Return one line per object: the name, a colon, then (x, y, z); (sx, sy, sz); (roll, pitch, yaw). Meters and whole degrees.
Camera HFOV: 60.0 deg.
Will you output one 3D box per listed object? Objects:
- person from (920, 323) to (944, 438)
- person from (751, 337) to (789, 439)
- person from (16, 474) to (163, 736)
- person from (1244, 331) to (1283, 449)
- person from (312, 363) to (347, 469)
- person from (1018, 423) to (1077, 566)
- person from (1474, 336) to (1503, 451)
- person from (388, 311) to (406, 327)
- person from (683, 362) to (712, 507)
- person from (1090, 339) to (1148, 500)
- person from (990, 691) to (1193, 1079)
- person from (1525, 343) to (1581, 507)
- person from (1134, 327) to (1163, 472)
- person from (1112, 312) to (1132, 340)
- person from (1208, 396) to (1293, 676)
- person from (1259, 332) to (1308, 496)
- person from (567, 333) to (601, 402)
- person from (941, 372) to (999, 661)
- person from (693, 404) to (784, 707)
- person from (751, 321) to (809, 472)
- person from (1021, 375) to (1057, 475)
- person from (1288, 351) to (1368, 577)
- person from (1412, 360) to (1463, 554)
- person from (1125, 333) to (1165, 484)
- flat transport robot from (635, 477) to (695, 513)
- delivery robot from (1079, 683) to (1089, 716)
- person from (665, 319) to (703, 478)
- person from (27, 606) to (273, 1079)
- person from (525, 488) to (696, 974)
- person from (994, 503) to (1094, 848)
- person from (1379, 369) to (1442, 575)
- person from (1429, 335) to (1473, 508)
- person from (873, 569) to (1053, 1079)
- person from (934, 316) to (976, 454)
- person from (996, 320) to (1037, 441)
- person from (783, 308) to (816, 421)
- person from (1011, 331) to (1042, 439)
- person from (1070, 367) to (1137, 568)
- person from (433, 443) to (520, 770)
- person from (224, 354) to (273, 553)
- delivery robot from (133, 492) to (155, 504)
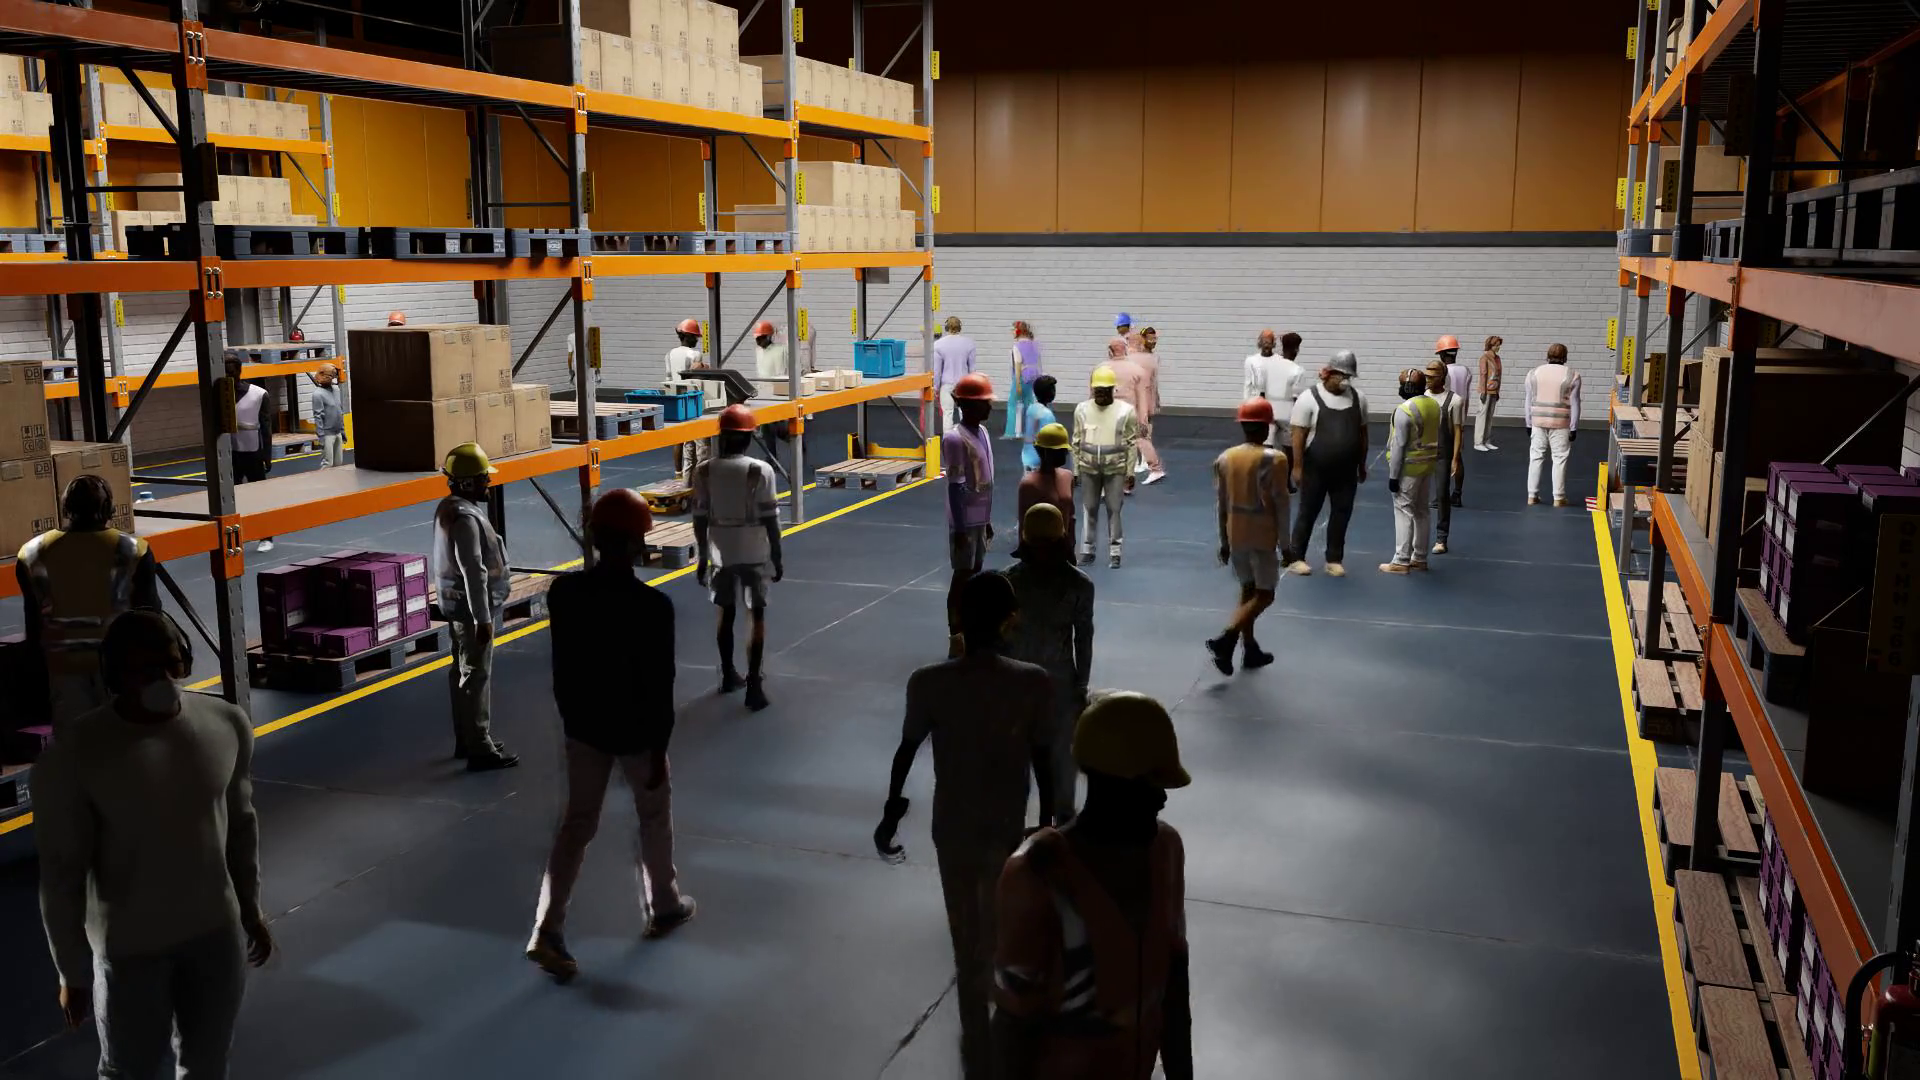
person: (-0.310, -2.426, 25.345); (0.753, 1.739, 0.532); (-8, 13, -37)
person: (-2.794, -2.408, 25.320); (0.890, 1.706, 0.528); (-8, 13, -37)
person: (-4.156, 0.597, 8.044); (0.620, 1.836, 0.429); (-2, 10, -12)
person: (3.897, -1.724, 21.112); (0.580, 1.828, 0.979); (1, 10, 5)
person: (-7.010, -1.155, 18.548); (0.299, 1.607, 0.504); (1, 10, 8)
person: (0.597, 0.090, 11.116); (0.356, 1.757, 0.520); (10, 14, 43)
person: (7.545, -2.089, 23.721); (0.311, 1.636, 0.523); (9, 13, 41)
person: (-7.907, -2.234, 23.532); (0.612, 1.995, 0.376); (-3, 11, -16)
person: (-2.901, -1.156, 18.482); (0.511, 1.633, 0.311); (8, 13, 38)
person: (1.831, -1.381, 19.162); (0.681, 1.853, 1.021); (1, 10, 8)
person: (0.345, 1.283, 3.953); (0.519, 1.907, 0.608); (10, 14, 44)
person: (6.650, -1.288, 18.670); (0.615, 1.835, 0.429); (8, 13, 37)
person: (2.413, -1.816, 21.522); (0.518, 1.874, 0.329); (-8, 13, -38)
person: (2.415, -2.420, 24.766); (0.555, 1.919, 0.631); (-6, 12, -29)
person: (1.941, -0.017, 11.281); (0.746, 1.915, 0.558); (-9, 14, -42)
person: (3.639, -1.422, 19.151); (0.655, 1.929, 0.869); (8, 13, 39)
person: (-5.847, -2.593, 25.924); (0.518, 1.865, 0.330); (1, 10, 5)
person: (0.090, -0.156, 11.684); (0.368, 2.047, 0.606); (3, 11, 19)
person: (-1.417, 0.096, 10.653); (0.582, 1.918, 0.718); (3, 10, 15)
person: (-2.354, -1.827, 21.323); (0.655, 1.966, 0.642); (-8, 13, -36)
person: (0.787, -0.754, 16.065); (0.351, 1.681, 0.539); (-4, 11, -20)
person: (3.282, -0.692, 14.715); (0.731, 2.000, 0.541); (-2, 10, -13)
person: (4.500, -0.788, 15.815); (0.516, 1.841, 0.325); (8, 13, 36)
person: (2.200, -1.629, 20.577); (0.975, 1.845, 0.635); (7, 12, 36)
flat transport robot: (-3.216, -0.513, 18.689); (0.652, 0.197, 1.431); (4, 11, 20)
delivery robot: (0.516, 0.856, 9.917); (0.477, 0.478, 0.707); (-2, 10, -13)
person: (-3.262, -1.636, 20.053); (0.605, 2.035, 0.392); (8, 13, 38)
person: (-2.263, 1.132, 4.731); (0.352, 1.937, 0.635); (7, 12, 35)
person: (-1.440, 0.766, 6.750); (0.616, 1.965, 0.944); (4, 11, 20)
person: (0.382, 0.679, 7.851); (0.484, 1.738, 0.305); (2, 10, 13)
person: (4.017, -0.608, 14.844); (0.623, 1.836, 0.429); (-9, 14, -42)
person: (5.404, -1.302, 18.472); (0.542, 1.927, 0.379); (-6, 12, -30)
person: (0.004, 1.005, 5.759); (0.560, 1.822, 0.903); (-3, 10, -15)
person: (-0.088, -2.157, 23.255); (0.627, 1.940, 0.376); (-2, 10, -12)
person: (0.994, -2.362, 24.772); (0.868, 1.821, 0.580); (6, 12, 31)
person: (-2.693, -2.914, 27.616); (0.644, 1.905, 0.400); (-8, 13, -39)
person: (1.007, -2.333, 25.085); (0.514, 1.643, 0.307); (6, 11, 29)
person: (1.284, -0.647, 15.098); (0.609, 1.826, 0.463); (3, 10, 16)
person: (-2.726, 0.367, 9.337); (0.403, 1.833, 0.586); (-5, 11, -28)
person: (-6.839, -0.820, 15.832); (0.594, 1.909, 0.409); (0, 10, -1)
delivery robot: (-7.800, -0.218, 15.967); (0.477, 0.478, 0.707); (-6, 12, -28)
